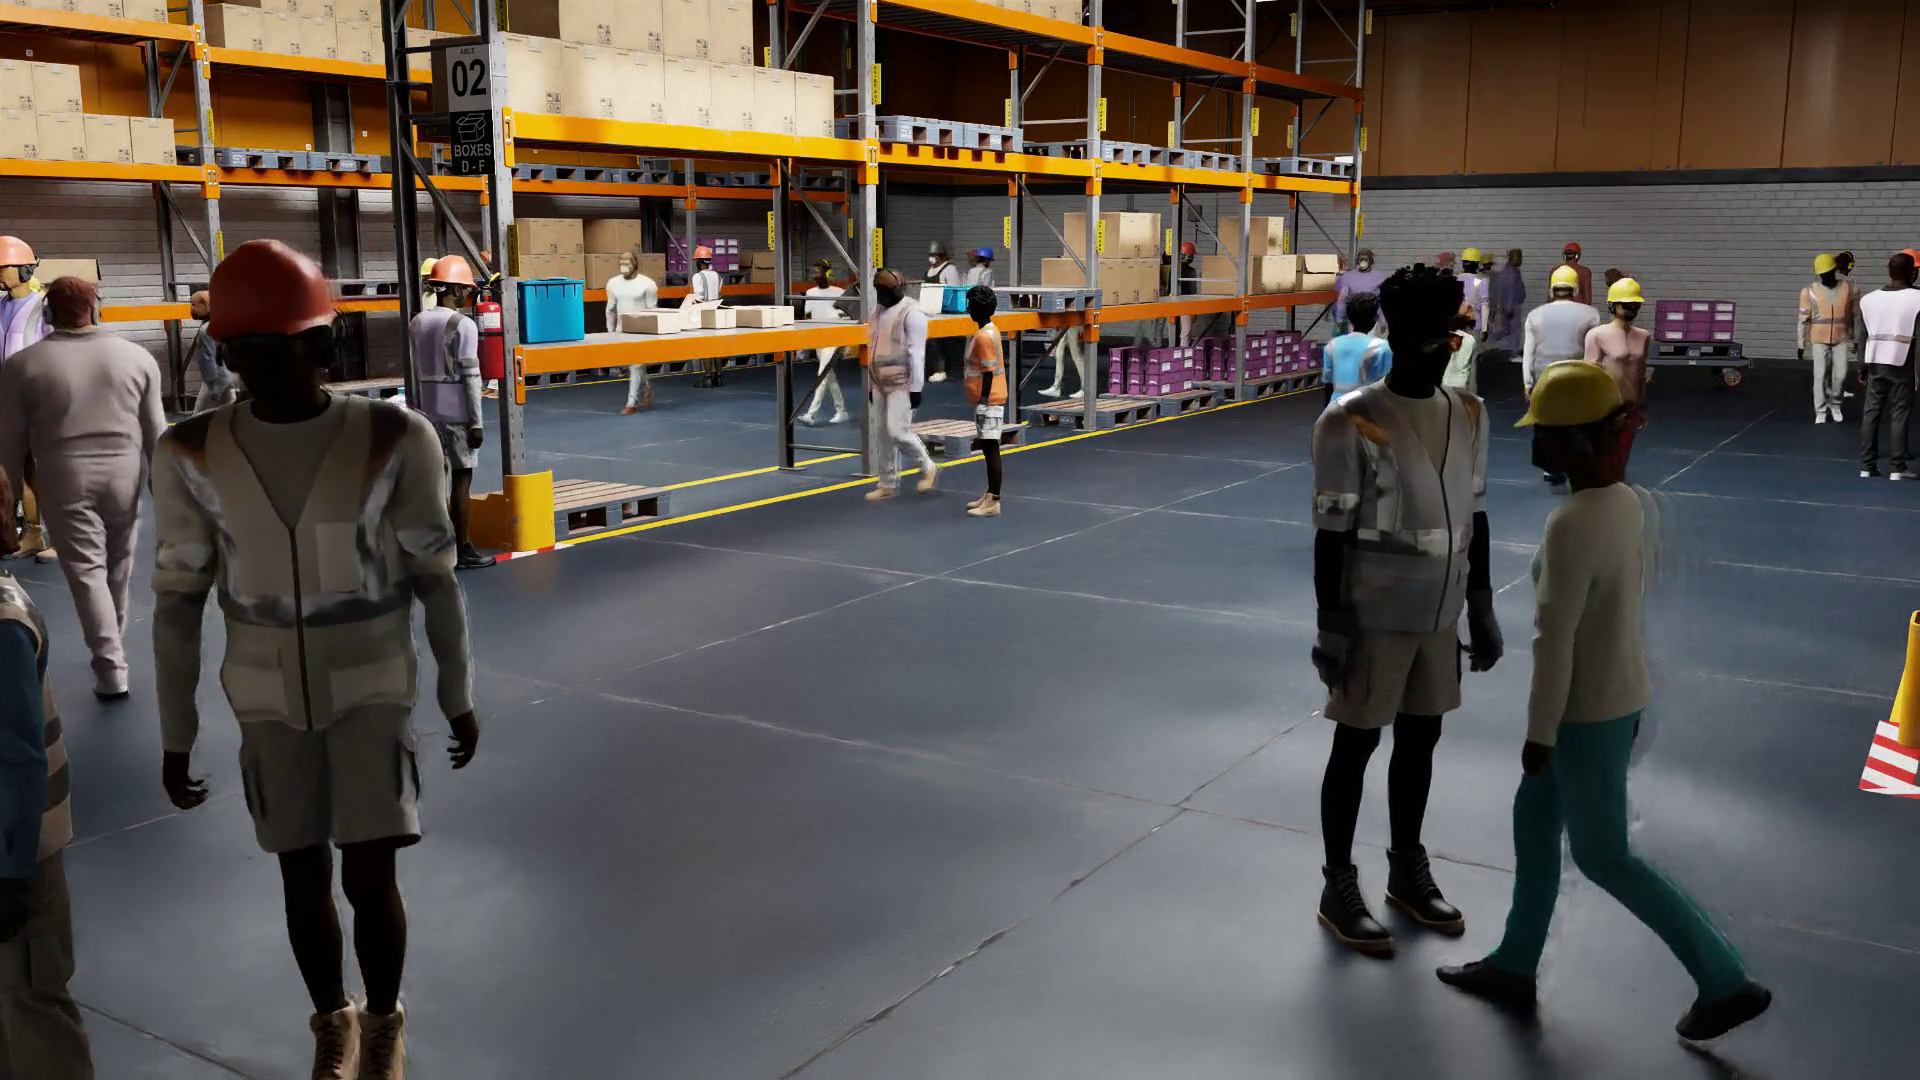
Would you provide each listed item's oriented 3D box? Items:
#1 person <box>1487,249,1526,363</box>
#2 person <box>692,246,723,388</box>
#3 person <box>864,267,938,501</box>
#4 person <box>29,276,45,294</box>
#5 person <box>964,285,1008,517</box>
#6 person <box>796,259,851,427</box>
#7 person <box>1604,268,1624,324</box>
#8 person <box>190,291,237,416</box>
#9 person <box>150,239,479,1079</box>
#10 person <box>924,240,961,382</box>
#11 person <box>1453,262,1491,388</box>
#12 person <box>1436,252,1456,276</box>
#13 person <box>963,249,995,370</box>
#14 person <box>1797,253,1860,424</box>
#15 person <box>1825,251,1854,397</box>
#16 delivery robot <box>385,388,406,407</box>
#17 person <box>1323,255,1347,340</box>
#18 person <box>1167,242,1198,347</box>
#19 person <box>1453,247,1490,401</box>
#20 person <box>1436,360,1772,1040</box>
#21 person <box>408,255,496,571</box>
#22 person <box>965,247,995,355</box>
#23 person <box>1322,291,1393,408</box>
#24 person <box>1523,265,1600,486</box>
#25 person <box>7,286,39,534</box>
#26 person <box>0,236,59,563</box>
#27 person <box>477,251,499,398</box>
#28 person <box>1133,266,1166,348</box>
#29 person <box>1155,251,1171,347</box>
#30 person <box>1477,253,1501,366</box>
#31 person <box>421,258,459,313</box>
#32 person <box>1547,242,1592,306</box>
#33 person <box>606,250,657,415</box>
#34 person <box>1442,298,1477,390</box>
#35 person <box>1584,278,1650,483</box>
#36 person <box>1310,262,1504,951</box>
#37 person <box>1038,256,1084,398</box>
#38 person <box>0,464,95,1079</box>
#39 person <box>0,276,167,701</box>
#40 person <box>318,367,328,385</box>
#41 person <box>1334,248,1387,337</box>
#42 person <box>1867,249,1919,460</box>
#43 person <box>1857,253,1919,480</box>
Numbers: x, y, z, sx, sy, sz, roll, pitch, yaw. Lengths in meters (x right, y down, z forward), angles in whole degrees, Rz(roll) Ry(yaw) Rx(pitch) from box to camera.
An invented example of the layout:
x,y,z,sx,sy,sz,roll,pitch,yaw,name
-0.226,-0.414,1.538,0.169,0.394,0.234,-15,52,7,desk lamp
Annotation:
x,y,z,sx,sy,sz,roll,pitch,yaw,name
9.073,-3.879,27.564,0.739,1.885,0.649,2,10,13,person
-3.494,-3.050,22.818,0.379,1.937,0.548,6,12,30,person
-0.462,-1.188,12.848,0.530,1.819,0.692,-8,13,-38,person
-7.267,-1.209,13.118,0.328,1.759,0.524,-9,14,-41,person
0.187,-1.014,12.202,0.322,1.697,0.531,1,10,4,person
-1.519,-2.146,18.169,0.553,1.805,0.994,7,12,32,person
9.615,-3.205,24.587,0.734,1.591,0.519,10,14,44,person
-6.434,-1.328,14.223,0.859,1.582,0.528,-1,10,-4,person
-1.425,0.364,3.662,0.648,2.019,0.588,-2,10,-8,person
-0.364,-3.266,23.729,0.640,2.000,0.714,-7,12,-33,person
6.946,-2.995,22.799,0.619,1.837,0.430,2,10,9,person
6.294,-2.884,22.080,0.745,1.871,0.682,-5,11,-24,person
0.320,-3.605,26.051,0.688,1.875,0.729,8,13,37,person
9.522,-2.196,18.246,0.633,1.875,0.605,4,11,20,person
11.420,-2.797,21.585,0.318,1.876,0.531,-2,10,-10,person
-5.521,-1.270,16.525,0.707,0.478,0.477,-8,13,-39,delivery robot
5.937,-3.586,26.230,0.993,1.775,0.672,-5,11,-25,person
3.360,-3.461,24.936,0.395,1.993,0.616,-6,12,-29,person
6.340,-2.684,20.820,0.587,1.927,0.369,9,14,41,person
1.653,0.418,4.171,0.778,1.728,0.526,7,12,32,person
-3.114,-0.776,10.247,0.540,1.930,0.382,6,12,31,person
0.308,-3.435,24.973,0.480,1.921,0.665,-8,13,-38,person
2.644,-0.789,10.970,0.387,1.693,0.551,-7,12,-34,person
4.883,-1.319,13.541,0.607,1.820,0.587,6,12,31,person
-6.440,-0.890,11.446,0.830,1.707,0.513,-10,14,-44,person
-5.875,-0.873,10.461,0.615,2.043,0.373,4,11,19,person
-6.031,-2.767,21.405,0.356,1.883,0.573,-7,12,-34,person
3.305,-4.109,28.823,0.617,1.877,1.010,-7,12,-33,person
3.672,-4.192,29.432,0.621,1.838,0.429,8,13,36,person
8.426,-3.707,26.788,0.610,1.815,0.428,-6,12,-30,person
-5.417,-1.990,17.231,0.588,1.833,0.404,9,14,41,person
8.914,-3.348,24.337,0.608,1.984,0.397,5,11,26,person
-3.811,-2.437,19.516,0.636,1.915,0.833,3,11,15,person
3.603,-1.003,12.370,0.484,1.604,0.515,-4,11,-23,person
4.441,-0.881,11.270,0.522,1.769,0.317,-4,11,-19,person
1.279,0.193,4.782,0.630,1.959,0.375,-6,12,-28,person
1.322,-2.720,21.298,0.814,1.822,0.534,2,10,9,person
-1.933,0.618,3.315,0.309,1.641,0.513,-10,14,-43,person
-3.969,-0.251,7.521,0.674,1.851,0.980,-9,14,-41,person
-6.071,-1.627,15.261,0.546,1.807,0.755,-7,12,-33,person
5.274,-2.879,21.957,0.645,1.899,0.923,6,12,31,person
8.651,-1.704,15.343,0.552,1.942,0.342,3,11,15,person
7.906,-1.467,14.128,0.399,1.914,0.591,-6,12,-32,person
